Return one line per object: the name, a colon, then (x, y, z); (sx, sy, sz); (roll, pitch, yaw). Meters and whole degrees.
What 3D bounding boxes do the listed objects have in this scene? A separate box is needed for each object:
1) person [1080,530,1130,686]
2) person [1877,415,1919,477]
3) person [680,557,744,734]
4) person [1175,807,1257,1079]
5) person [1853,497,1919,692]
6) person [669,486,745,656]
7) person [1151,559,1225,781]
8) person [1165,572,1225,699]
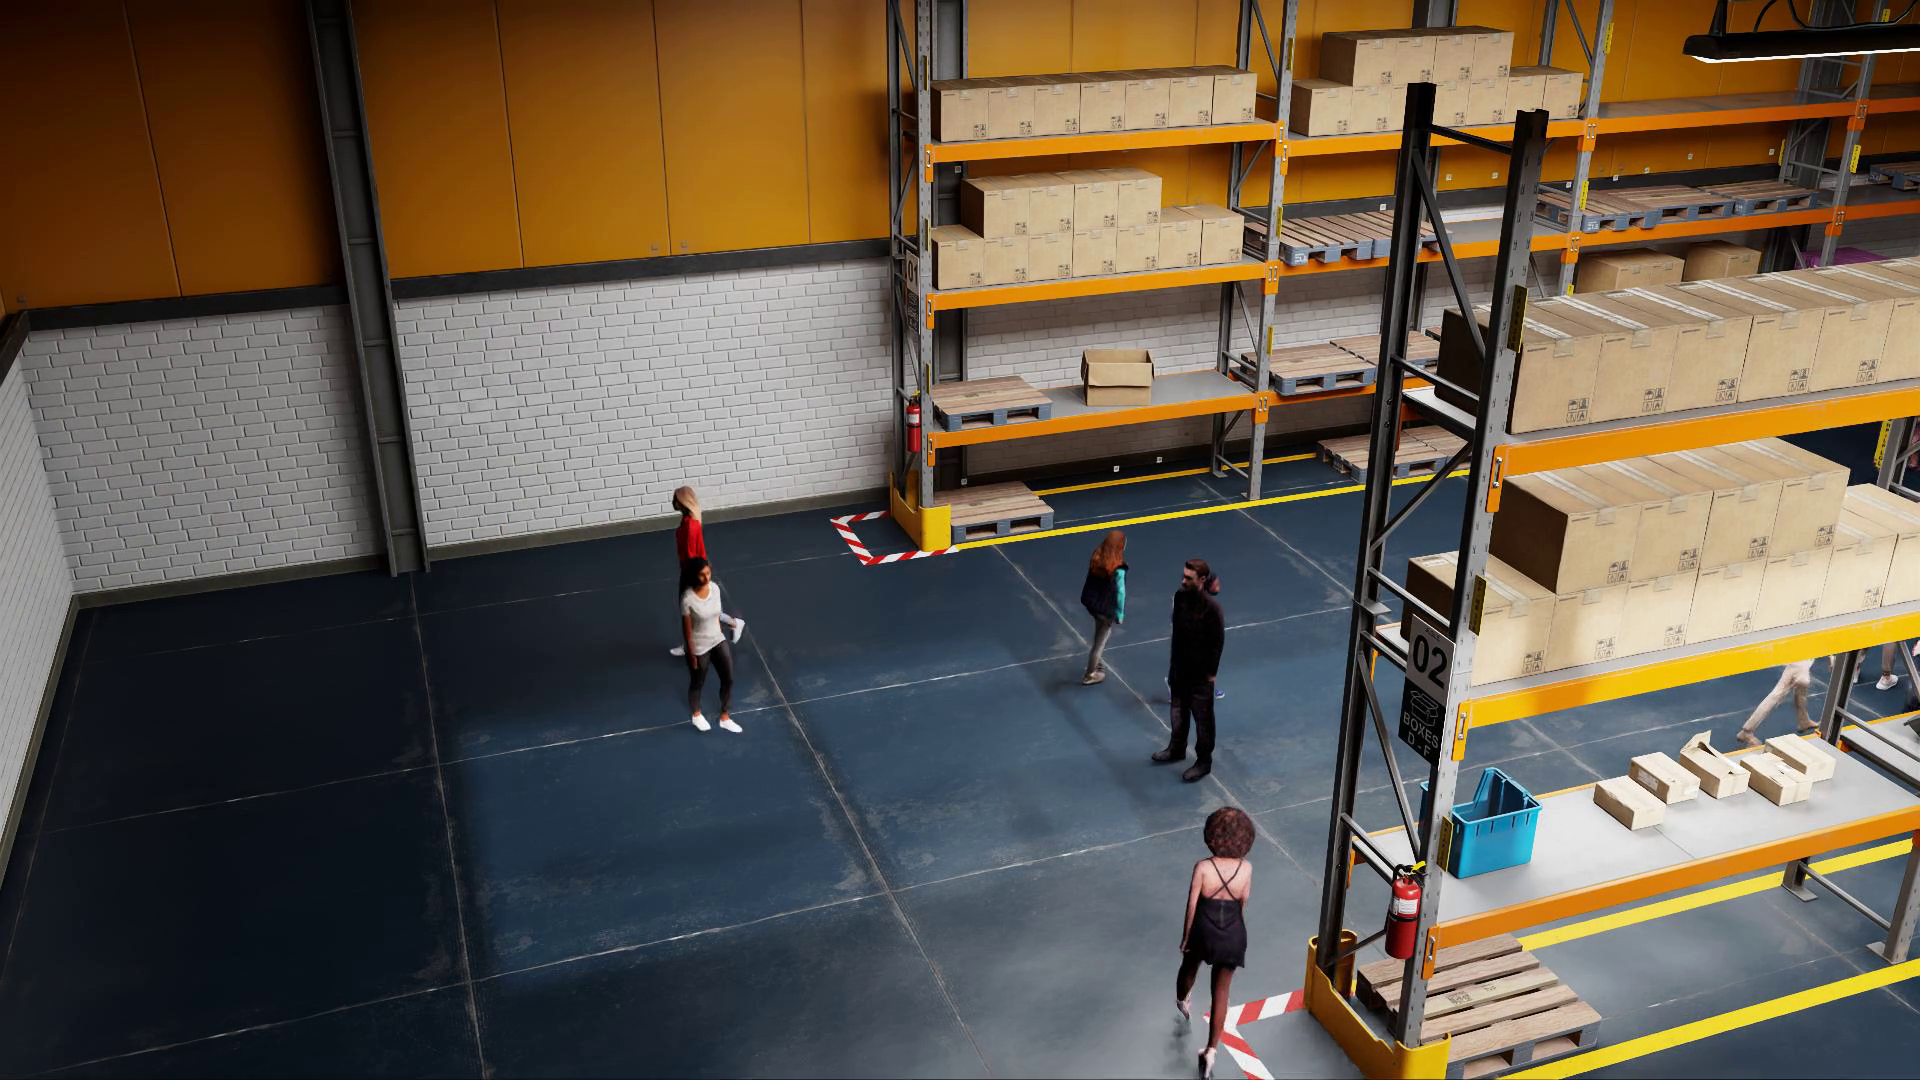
person: (1.224, 0.617, 14.939); (0.664, 1.473, 0.631); (-14, 27, -28)
person: (11.070, -1.504, 19.542); (0.928, 1.672, 0.729); (-12, 26, -26)
person: (-2.232, 0.876, 14.151); (0.792, 1.629, 0.801); (-21, 31, -39)
person: (1.597, 2.521, 10.234); (0.963, 1.753, 0.842); (-2, 24, -4)
person: (8.310, 0.454, 14.853); (0.753, 1.841, 0.751); (18, 29, 35)
person: (-2.386, 0.319, 15.362); (0.948, 1.679, 0.652); (-6, 24, -13)
person: (1.884, 1.021, 13.469); (0.675, 1.911, 0.746); (-16, 28, -32)
person: (2.090, 0.855, 14.676); (0.829, 1.248, 0.635); (0, 24, 0)
